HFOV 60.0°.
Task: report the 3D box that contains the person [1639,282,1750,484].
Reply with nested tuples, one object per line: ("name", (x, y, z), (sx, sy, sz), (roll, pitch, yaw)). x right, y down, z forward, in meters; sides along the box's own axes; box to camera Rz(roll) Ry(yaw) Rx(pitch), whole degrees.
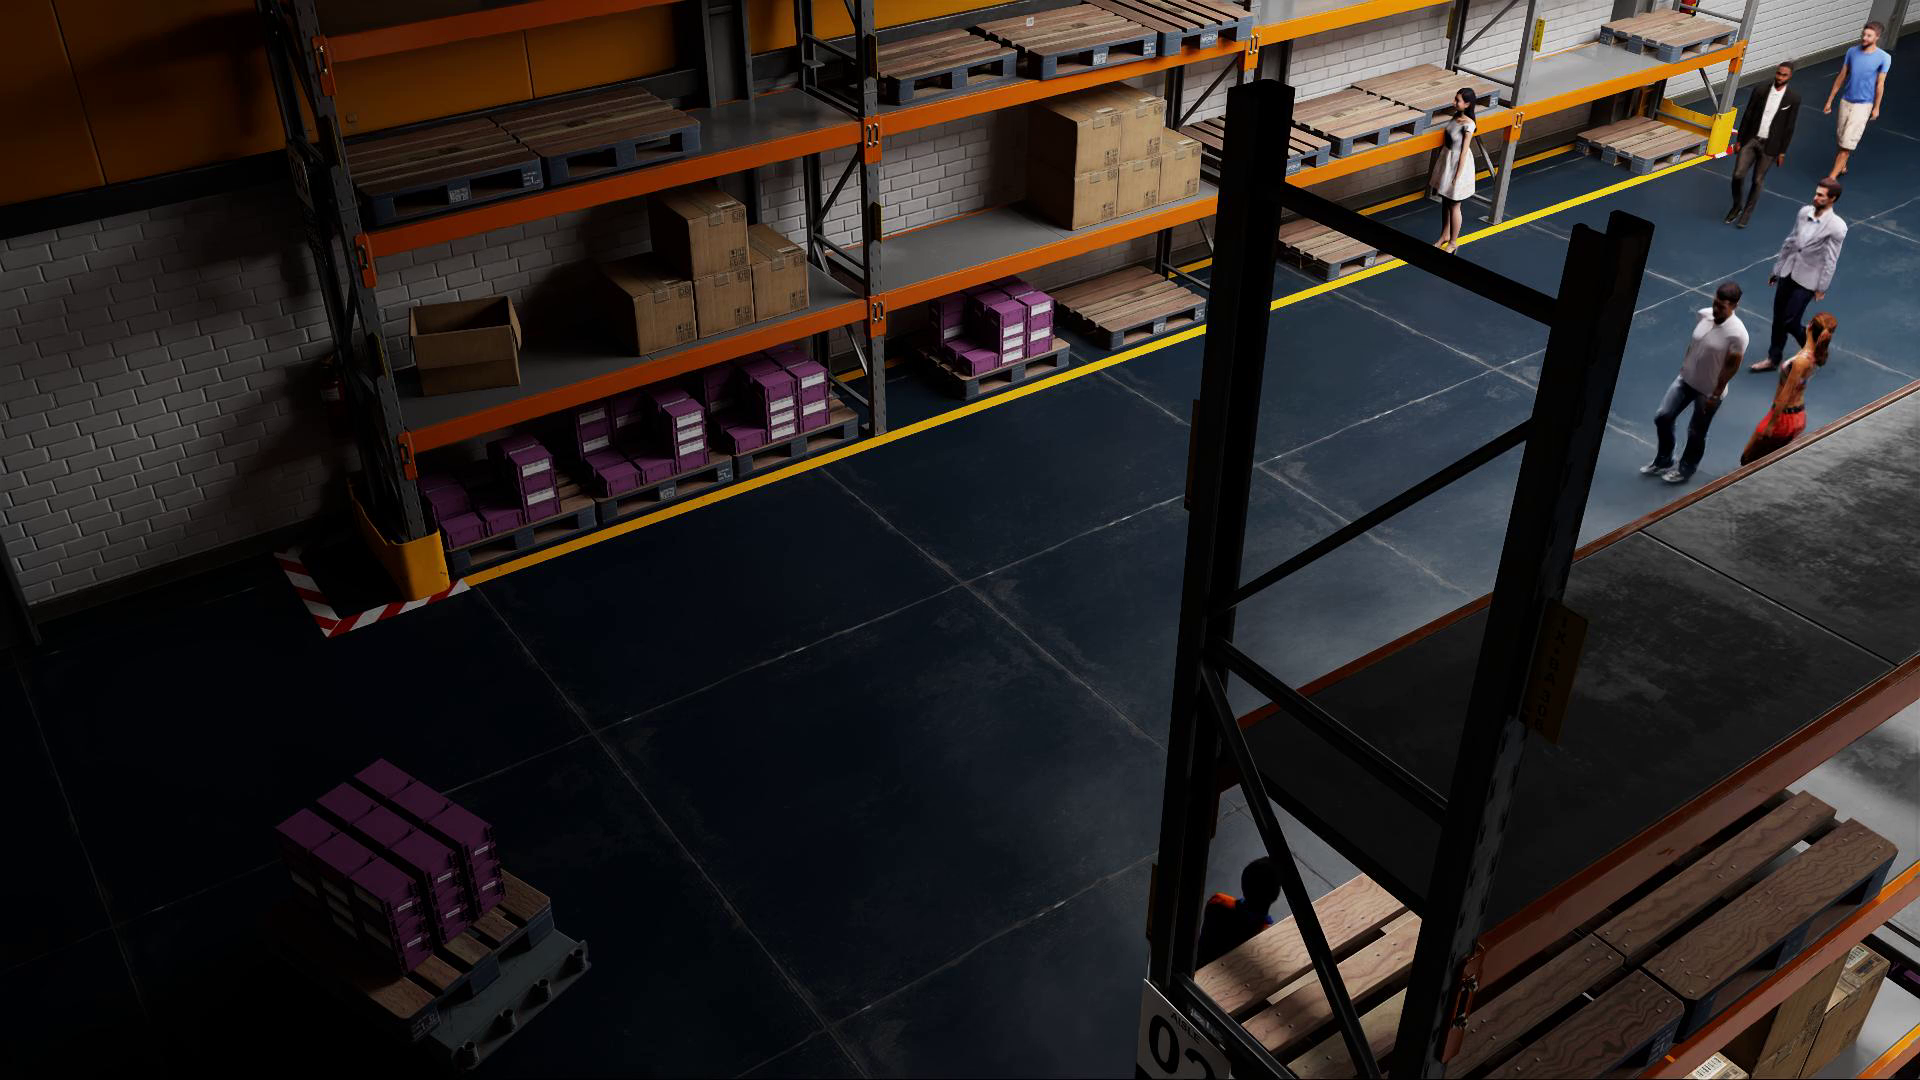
("person", (5.954, -1.244, 13.183), (0.746, 1.828, 0.807), (-10, 35, -15))

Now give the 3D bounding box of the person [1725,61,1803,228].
("person", (8.543, -4.220, 17.697), (0.793, 1.789, 0.778), (19, 38, 27))

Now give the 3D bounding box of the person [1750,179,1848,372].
("person", (7.570, -2.341, 14.823), (0.871, 1.840, 0.802), (-9, 35, -14))

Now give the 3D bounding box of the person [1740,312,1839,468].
("person", (6.293, -0.864, 12.686), (0.764, 1.746, 0.559), (22, 40, 30))

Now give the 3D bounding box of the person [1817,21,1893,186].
("person", (10.130, -4.919, 18.706), (1.084, 1.835, 0.642), (-22, 39, -29))

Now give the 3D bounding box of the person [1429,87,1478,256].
("person", (5.061, -3.764, 17.028), (0.796, 1.769, 0.774), (-3, 34, -5))

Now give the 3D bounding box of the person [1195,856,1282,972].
("person", (1.269, 2.266, 7.883), (0.644, 1.850, 0.674), (-22, 39, -29))
